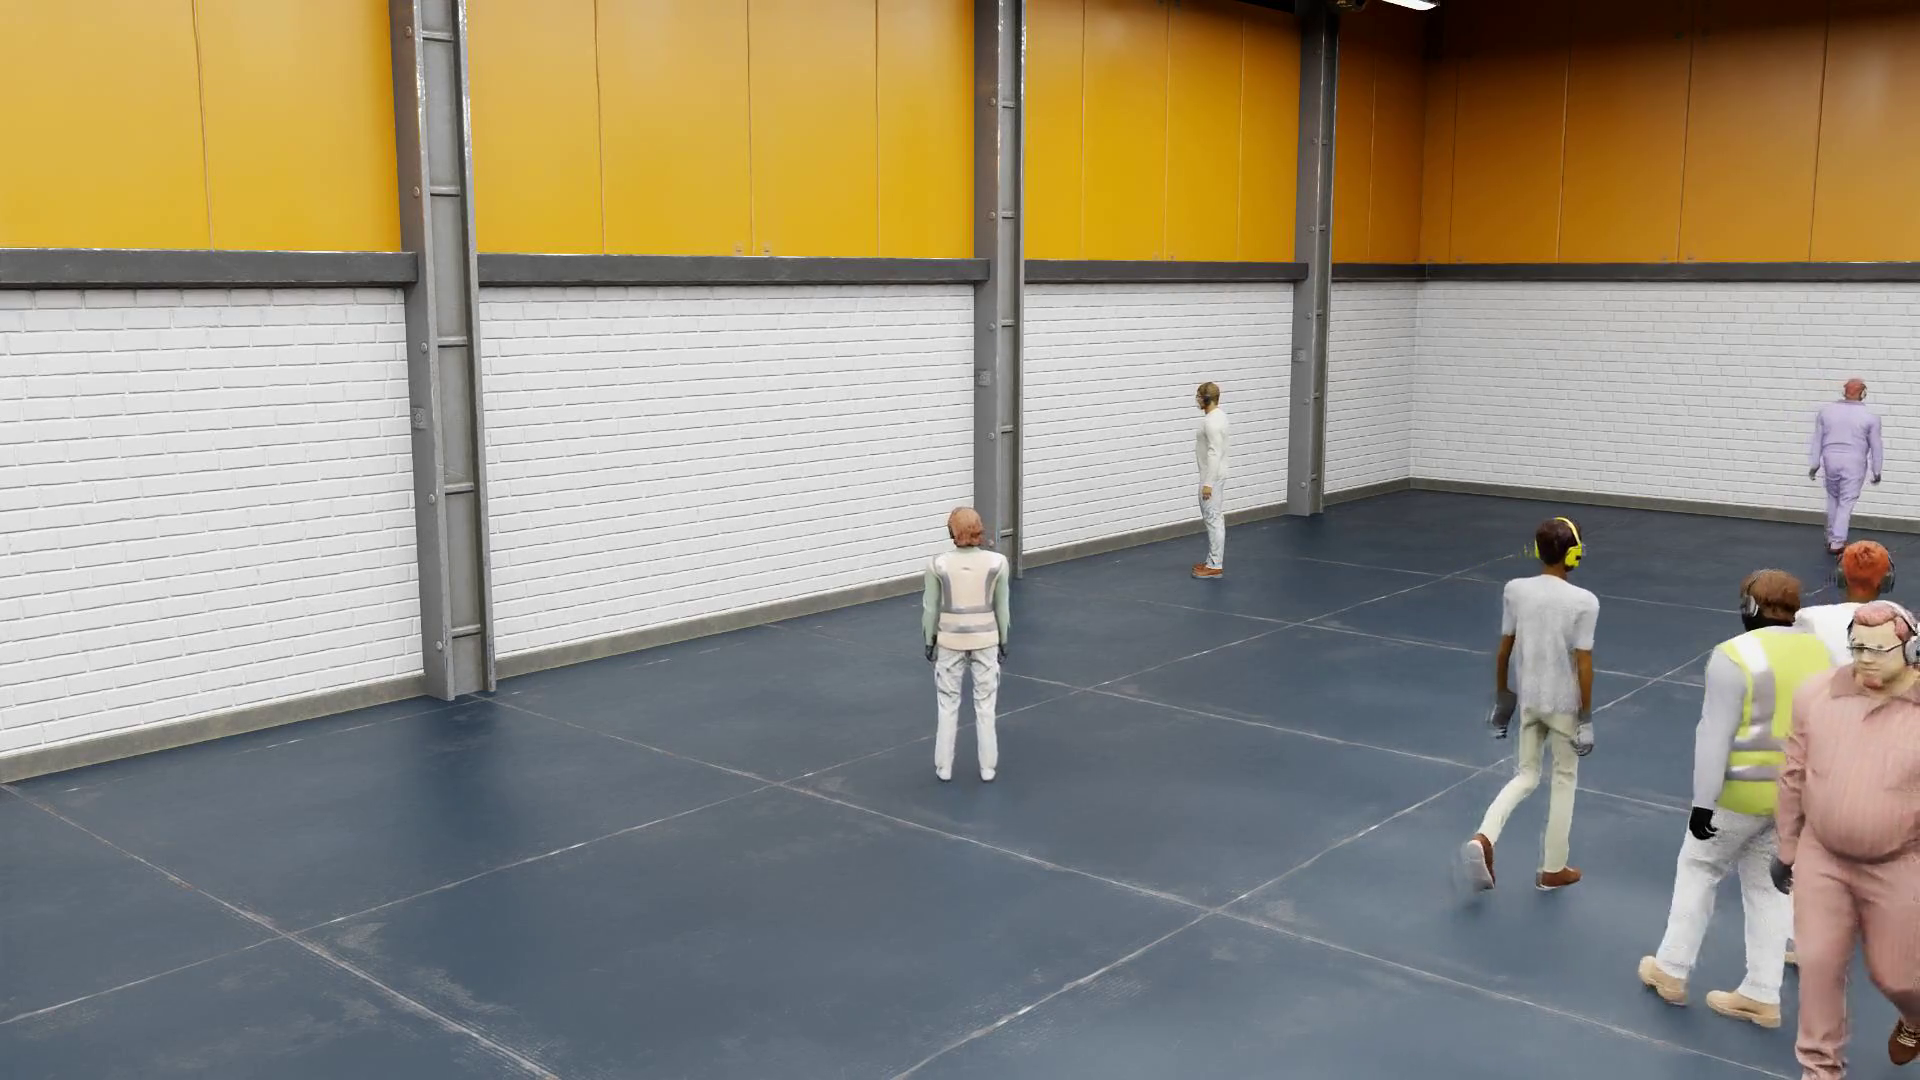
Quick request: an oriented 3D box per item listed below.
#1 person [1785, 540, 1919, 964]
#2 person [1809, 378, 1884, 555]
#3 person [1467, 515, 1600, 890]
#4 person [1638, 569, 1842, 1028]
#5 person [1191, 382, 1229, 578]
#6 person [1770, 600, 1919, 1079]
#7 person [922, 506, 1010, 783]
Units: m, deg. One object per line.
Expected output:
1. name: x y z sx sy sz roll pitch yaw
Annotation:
1. person: 3.900 0.907 7.333 0.607 1.828 1.008 8 12 41
2. person: 9.544 -0.793 17.811 0.767 1.881 0.684 -7 12 -39
3. person: 2.762 0.803 7.923 0.694 1.853 0.517 -7 11 -36
4. person: 3.147 1.016 6.748 0.709 1.803 0.701 -3 10 -20
5. person: 2.474 -0.592 16.399 0.351 1.936 0.635 2 9 12
6. person: 3.253 1.117 5.902 0.749 1.872 0.651 -8 12 -43
7. person: 0.036 0.620 9.741 0.517 1.639 0.330 0 9 -2
